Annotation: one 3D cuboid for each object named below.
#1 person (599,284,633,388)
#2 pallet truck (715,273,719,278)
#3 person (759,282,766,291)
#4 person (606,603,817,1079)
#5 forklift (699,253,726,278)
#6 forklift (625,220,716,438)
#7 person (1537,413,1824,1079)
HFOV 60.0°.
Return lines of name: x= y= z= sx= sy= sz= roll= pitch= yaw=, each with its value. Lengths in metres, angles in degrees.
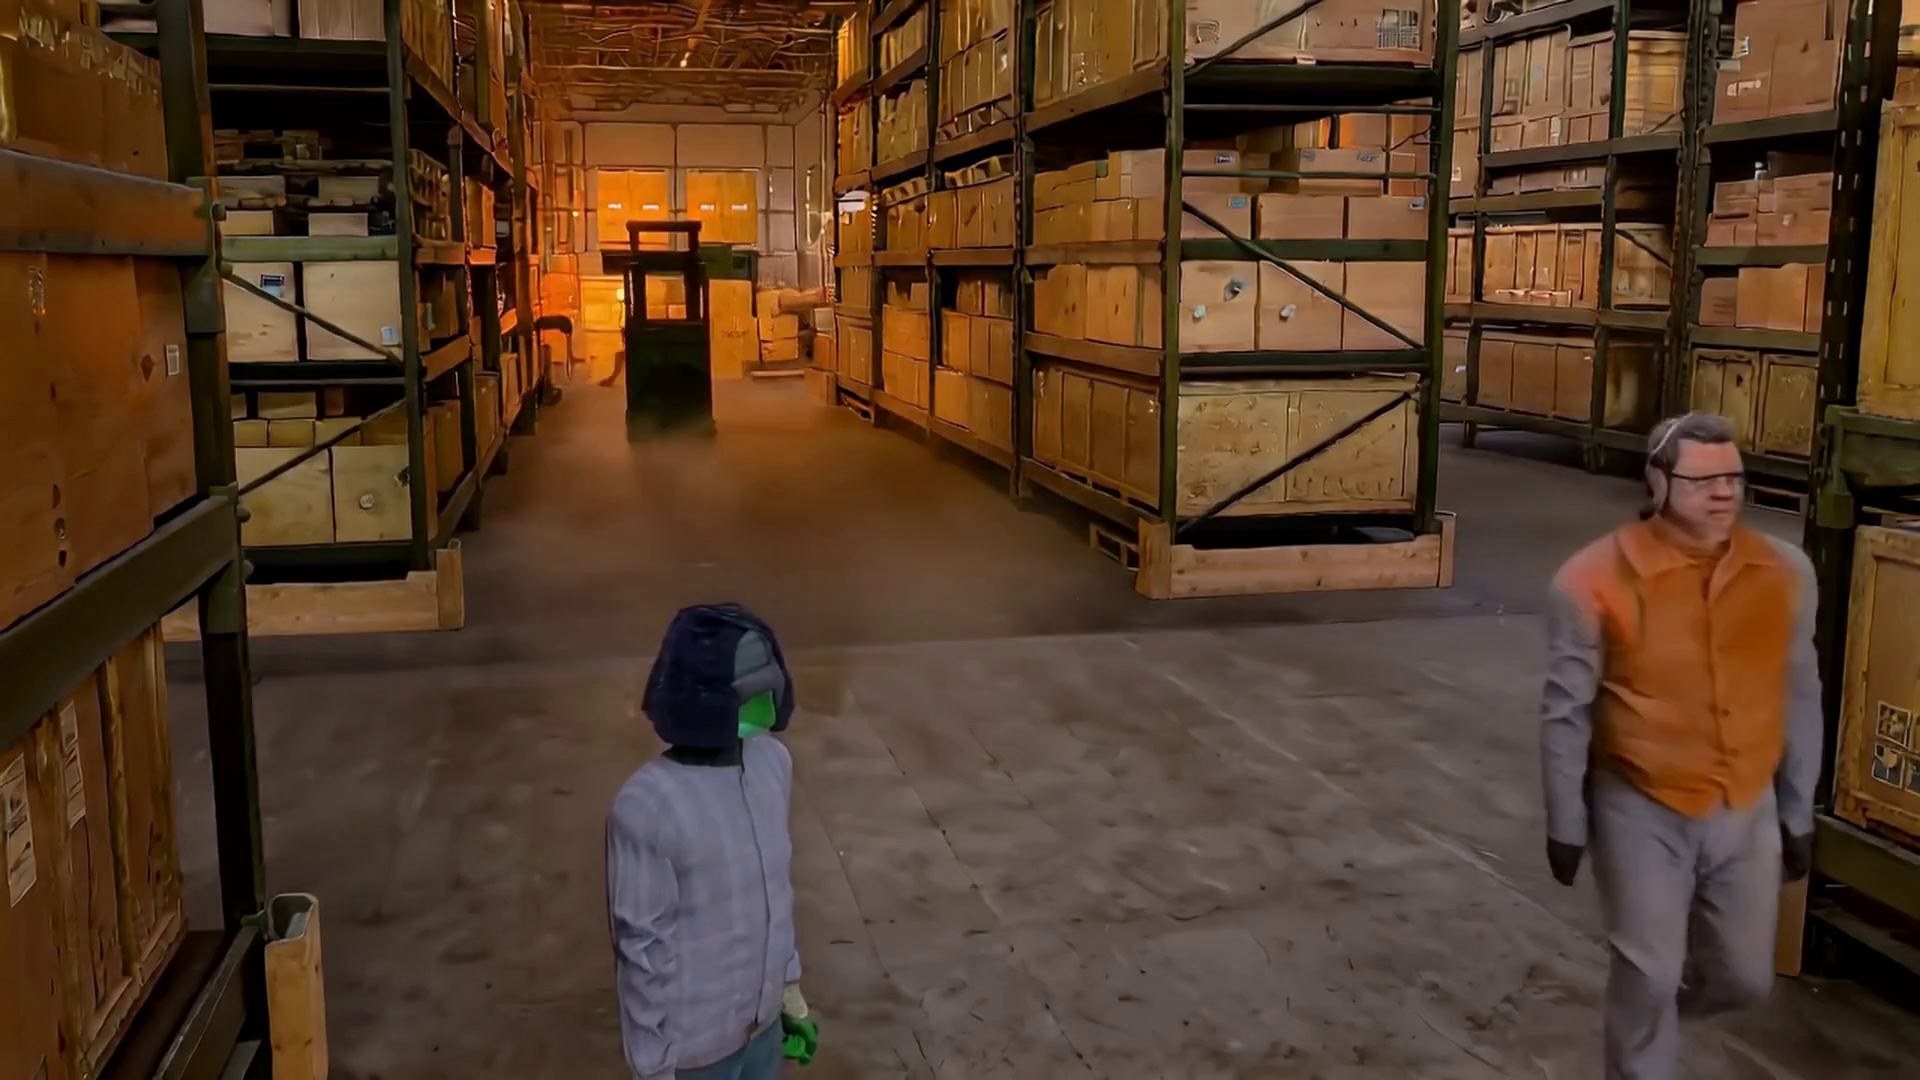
person: x=-6.244 y=-3.737 z=30.570 sx=0.925 sy=1.893 sz=0.573 roll=-2 pitch=9 yaw=-9
pallet truck: x=-8.580 y=-8.986 z=62.280 sx=1.885 sy=1.965 sz=0.823 roll=1 pitch=9 yaw=5
person: x=-7.001 y=-8.398 z=59.662 sx=0.538 sy=1.682 sz=0.535 roll=-3 pitch=10 yaw=-17
person: x=-0.433 y=0.916 z=3.030 sx=0.279 sy=1.634 sz=0.499 roll=5 pitch=10 yaw=26
forklift: x=-6.757 y=-6.590 z=44.989 sx=1.129 sy=2.768 sz=1.873 roll=-2 pitch=10 yaw=-12
forklift: x=-3.883 y=-2.818 z=22.003 sx=1.129 sy=2.768 sz=1.873 roll=-2 pitch=10 yaw=-12
person: x=1.702 y=0.630 z=3.988 sx=0.656 sy=1.891 sz=0.671 roll=-1 pitch=9 yaw=-5
